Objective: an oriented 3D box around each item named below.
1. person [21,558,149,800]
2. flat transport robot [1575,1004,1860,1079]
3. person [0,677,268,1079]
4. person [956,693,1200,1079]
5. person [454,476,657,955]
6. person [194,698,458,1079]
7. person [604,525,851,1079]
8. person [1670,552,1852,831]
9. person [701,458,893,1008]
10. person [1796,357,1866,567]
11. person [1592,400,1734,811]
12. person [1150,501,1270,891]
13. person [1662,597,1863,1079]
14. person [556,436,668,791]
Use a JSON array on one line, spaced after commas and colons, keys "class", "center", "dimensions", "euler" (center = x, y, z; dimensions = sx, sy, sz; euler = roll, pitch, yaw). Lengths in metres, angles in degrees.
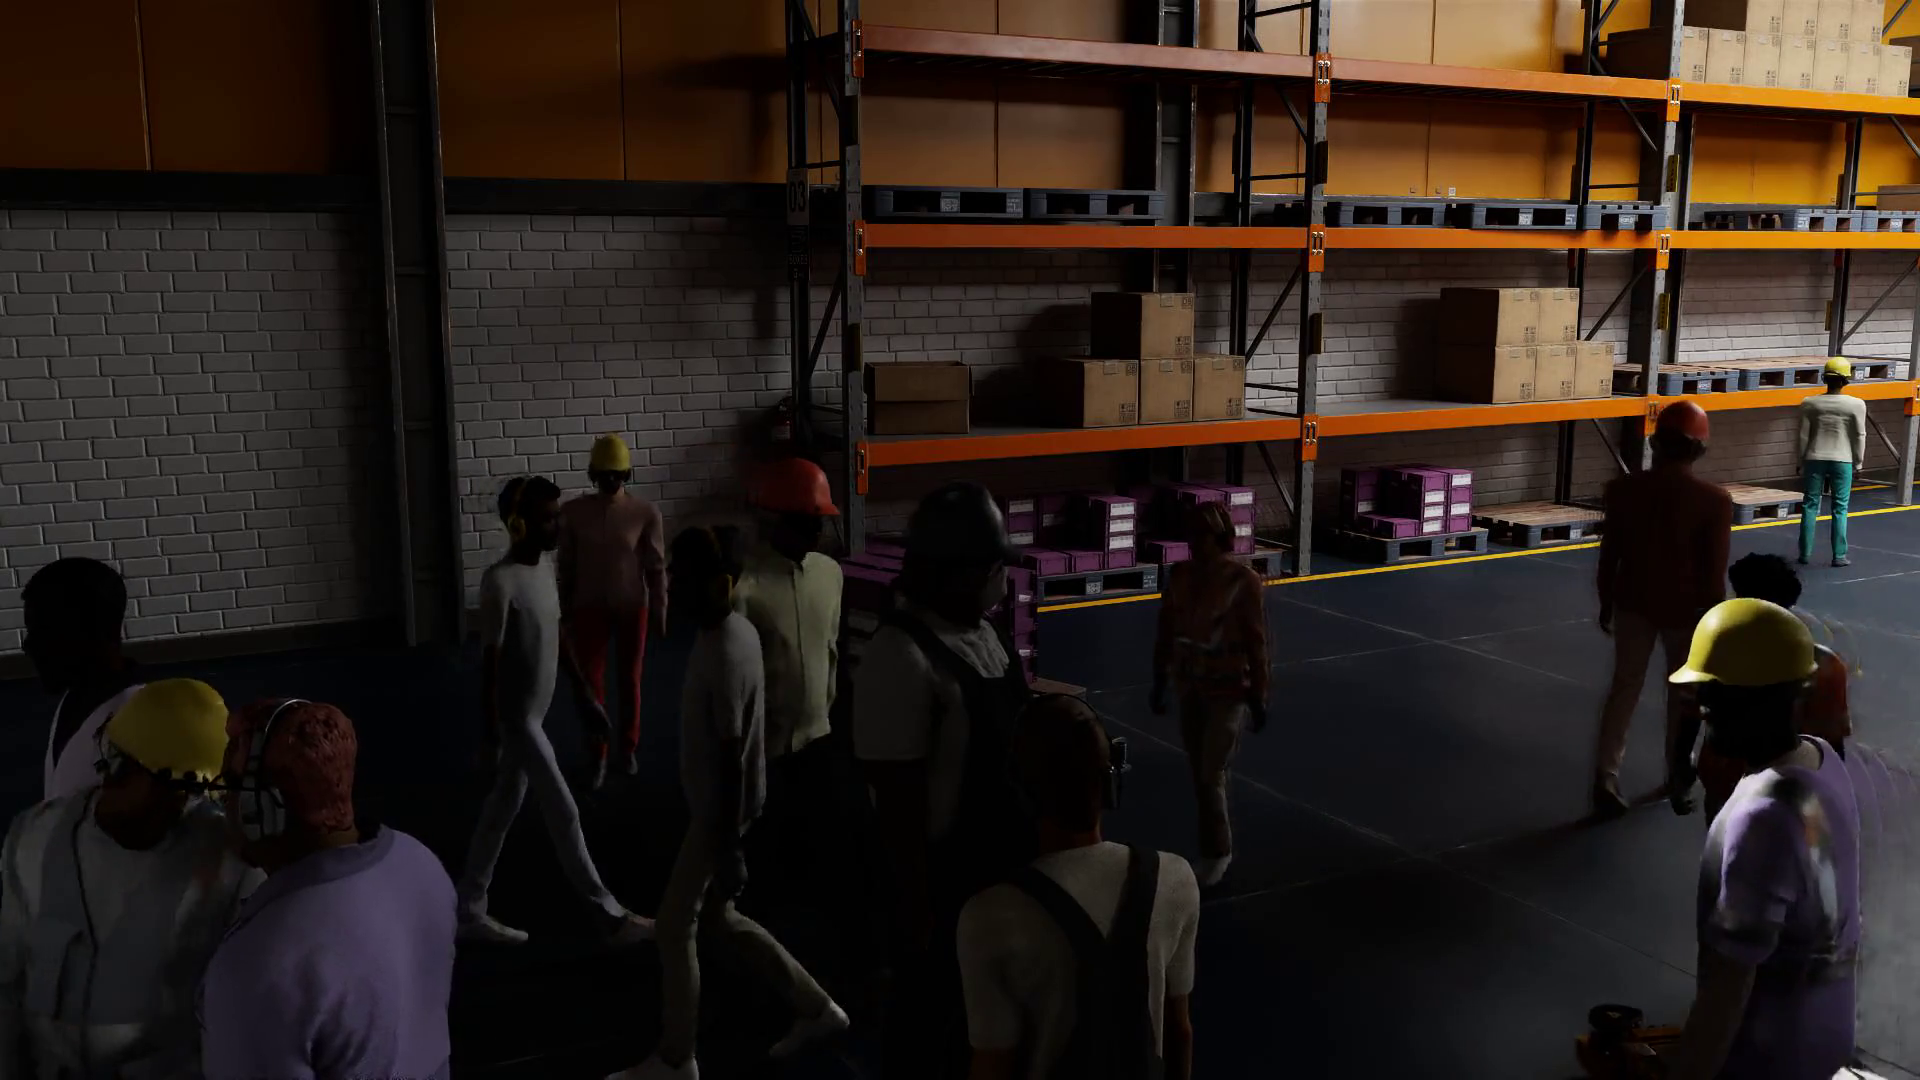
[{"class": "person", "center": [-2.070, 0.980, 4.163], "dimensions": [0.369, 1.914, 0.596], "euler": [-8, 13, -39]}, {"class": "flat transport robot", "center": [2.411, 1.704, 4.725], "dimensions": [0.652, 0.197, 1.431], "euler": [-1, 10, -8]}, {"class": "person", "center": [-1.742, 1.157, 3.548], "dimensions": [0.655, 1.787, 0.432], "euler": [1, 10, 4]}, {"class": "person", "center": [0.207, 1.193, 3.156], "dimensions": [0.505, 1.839, 0.344], "euler": [-5, 11, -28]}, {"class": "person", "center": [-1.524, 0.664, 6.235], "dimensions": [0.952, 1.821, 0.543], "euler": [0, 10, 2]}, {"class": "person", "center": [-1.107, 1.205, 2.954], "dimensions": [0.400, 1.895, 0.657], "euler": [1, 10, 5]}, {"class": "person", "center": [-0.753, 0.848, 5.193], "dimensions": [0.668, 1.841, 0.540], "euler": [0, 10, -1]}, {"class": "person", "center": [2.785, 0.837, 5.763], "dimensions": [0.818, 1.654, 0.560], "euler": [-9, 13, -41]}, {"class": "person", "center": [-0.605, 0.679, 5.858], "dimensions": [0.616, 1.934, 1.063], "euler": [-9, 13, -41]}, {"class": "person", "center": [7.331, -0.654, 14.014], "dimensions": [0.529, 1.766, 0.346], "euler": [8, 12, 37]}, {"class": "person", "center": [3.301, 0.313, 7.909], "dimensions": [0.621, 1.960, 0.970], "euler": [8, 13, 39]}, {"class": "person", "center": [1.000, 0.646, 6.902], "dimensions": [0.460, 1.621, 0.545], "euler": [-8, 13, -38]}, {"class": "person", "center": [1.735, 1.071, 3.669], "dimensions": [0.476, 1.903, 0.611], "euler": [6, 11, 30]}, {"class": "person", "center": [-1.716, 0.361, 8.217], "dimensions": [0.544, 1.740, 0.658], "euler": [-2, 10, -10]}]
